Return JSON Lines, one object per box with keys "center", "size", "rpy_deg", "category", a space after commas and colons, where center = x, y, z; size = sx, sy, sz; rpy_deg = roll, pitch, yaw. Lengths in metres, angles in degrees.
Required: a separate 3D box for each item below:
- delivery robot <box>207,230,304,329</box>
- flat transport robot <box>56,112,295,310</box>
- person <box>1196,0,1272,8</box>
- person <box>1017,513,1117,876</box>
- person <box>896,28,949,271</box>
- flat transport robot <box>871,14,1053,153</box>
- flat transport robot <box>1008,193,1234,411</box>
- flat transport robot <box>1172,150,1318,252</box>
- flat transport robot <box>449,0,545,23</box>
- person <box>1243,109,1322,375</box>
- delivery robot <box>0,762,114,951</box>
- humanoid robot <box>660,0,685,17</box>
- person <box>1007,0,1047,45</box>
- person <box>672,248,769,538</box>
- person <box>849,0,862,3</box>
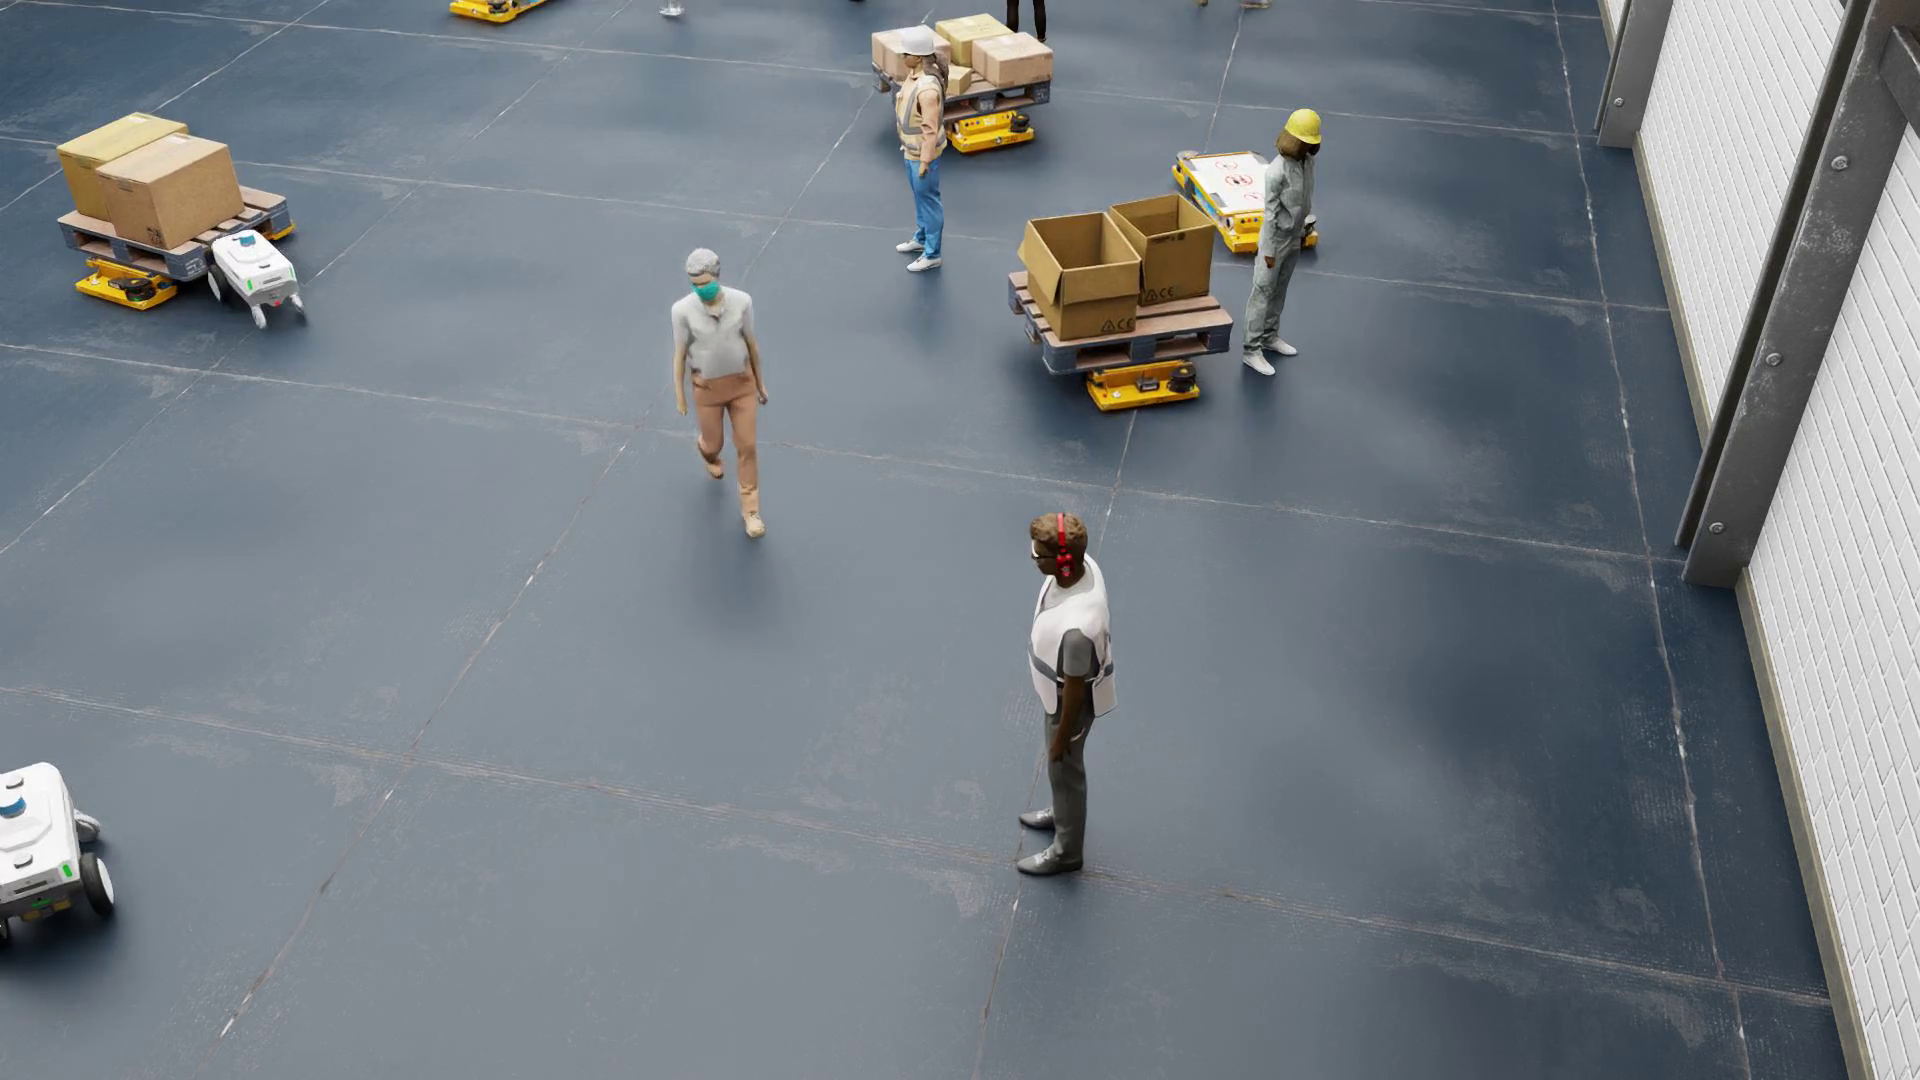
{"center": [-4.853, -1.840, 11.458], "size": [0.499, 0.614, 0.815], "rpy_deg": [-26, 44, -30], "category": "delivery robot"}
{"center": [-5.595, -2.101, 12.030], "size": [0.659, 0.231, 1.431], "rpy_deg": [17, 40, 21], "category": "flat transport robot"}
{"center": [2.665, -5.997, 15.917], "size": [0.768, 1.859, 0.577], "rpy_deg": [-1, 37, -1], "category": "person"}
{"center": [0.459, 0.656, 7.036], "size": [0.401, 1.834, 0.567], "rpy_deg": [0, 37, 0], "category": "person"}
{"center": [-0.252, -2.740, 11.666], "size": [0.363, 1.729, 0.485], "rpy_deg": [-8, 38, -11], "category": "person"}
{"center": [0.004, -3.685, 14.149], "size": [0.659, 0.231, 1.431], "rpy_deg": [-16, 40, -21], "category": "flat transport robot"}
{"center": [1.014, -1.321, 10.986], "size": [0.659, 0.231, 1.431], "rpy_deg": [-9, 38, -12], "category": "flat transport robot"}
{"center": [2.162, -2.619, 12.723], "size": [0.659, 0.231, 1.431], "rpy_deg": [-8, 37, -10], "category": "flat transport robot"}
{"center": [-4.354, -5.504, 16.584], "size": [0.659, 0.231, 1.431], "rpy_deg": [18, 41, 23], "category": "flat transport robot"}
{"center": [2.063, -1.897, 10.529], "size": [0.309, 1.738, 0.483], "rpy_deg": [26, 44, 30], "category": "person"}
{"center": [-4.002, 1.332, 7.191], "size": [0.525, 0.587, 0.755], "rpy_deg": [-18, 40, -22], "category": "delivery robot"}
{"center": [-2.840, -5.832, 15.787], "size": [0.557, 1.747, 0.846], "rpy_deg": [-27, 45, -32], "category": "humanoid robot"}
{"center": [0.591, -5.210, 15.005], "size": [0.529, 1.689, 0.322], "rpy_deg": [-9, 38, -12], "category": "person"}
{"center": [-1.330, -0.881, 9.193], "size": [0.506, 1.715, 0.696], "rpy_deg": [-12, 38, -16], "category": "person"}
{"center": [-0.998, -6.160, 16.239], "size": [0.640, 1.732, 0.446], "rpy_deg": [-20, 41, -24], "category": "person"}
